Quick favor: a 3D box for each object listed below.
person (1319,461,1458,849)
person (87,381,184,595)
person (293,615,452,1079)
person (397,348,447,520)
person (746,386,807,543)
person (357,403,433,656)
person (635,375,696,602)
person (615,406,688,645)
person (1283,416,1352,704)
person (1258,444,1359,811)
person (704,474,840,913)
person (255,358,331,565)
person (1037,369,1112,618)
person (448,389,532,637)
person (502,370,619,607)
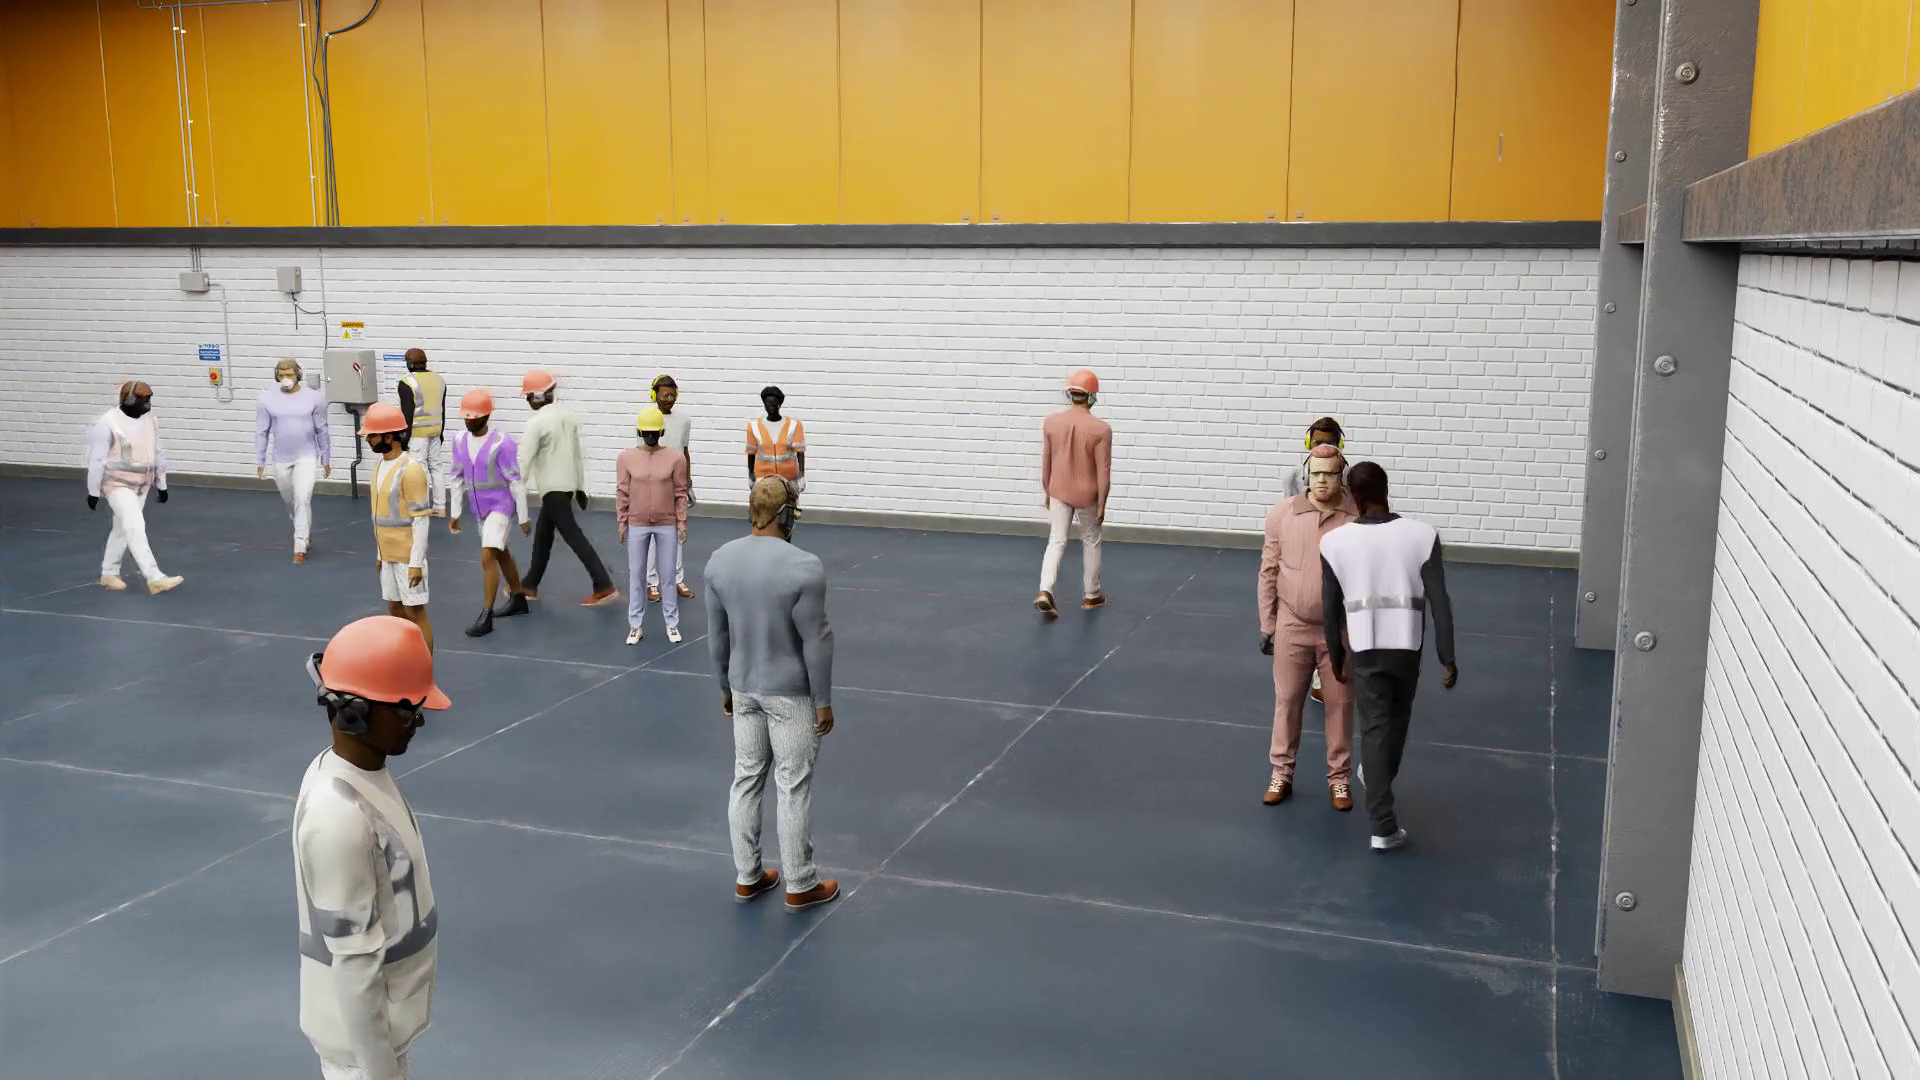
[{"bbox_3d":[2.121,0.542,8.319,0.662,1.852,0.985,2,10,9],"label":"person"},{"bbox_3d":[-6.968,-0.439,13.985,0.960,1.786,0.652,2,10,14],"label":"person"},{"bbox_3d":[-1.433,1.188,4.154,0.392,2.033,0.605,-3,11,-18],"label":"person"},{"bbox_3d":[-5.740,-1.123,17.714,0.429,1.839,0.633,5,11,24],"label":"person"},{"bbox_3d":[-1.639,-0.534,14.862,0.550,1.658,0.783,-1,10,-5],"label":"person"},{"bbox_3d":[-3.599,0.086,10.637,0.376,1.934,0.547,-10,14,-44],"label":"person"},{"bbox_3d":[-2.428,-0.431,13.739,0.509,1.868,0.328,-7,12,-35],"label":"person"},{"bbox_3d":[-2.257,-0.108,12.212,0.522,1.765,0.317,-2,10,-10],"label":"person"},{"bbox_3d":[2.263,0.149,10.477,0.515,1.866,0.333,-2,10,-13],"label":"person"},{"bbox_3d":[1.864,0.453,8.646,0.643,1.908,0.410,3,10,15],"label":"person"},{"bbox_3d":[-0.820,0.675,7.323,0.627,1.934,0.372,6,11,28],"label":"person"},{"bbox_3d":[-6.227,-0.770,15.587,0.649,1.904,0.973,-2,10,-10],"label":"person"},{"bbox_3d":[0.888,-0.362,13.097,0.611,1.963,0.951,5,11,25],"label":"person"},{"bbox_3d":[-3.570,-0.239,12.733,0.573,1.865,0.905,6,12,30],"label":"person"},{"bbox_3d":[-3.259,-0.414,13.507,1.066,1.935,0.622,2,10,14],"label":"person"}]
